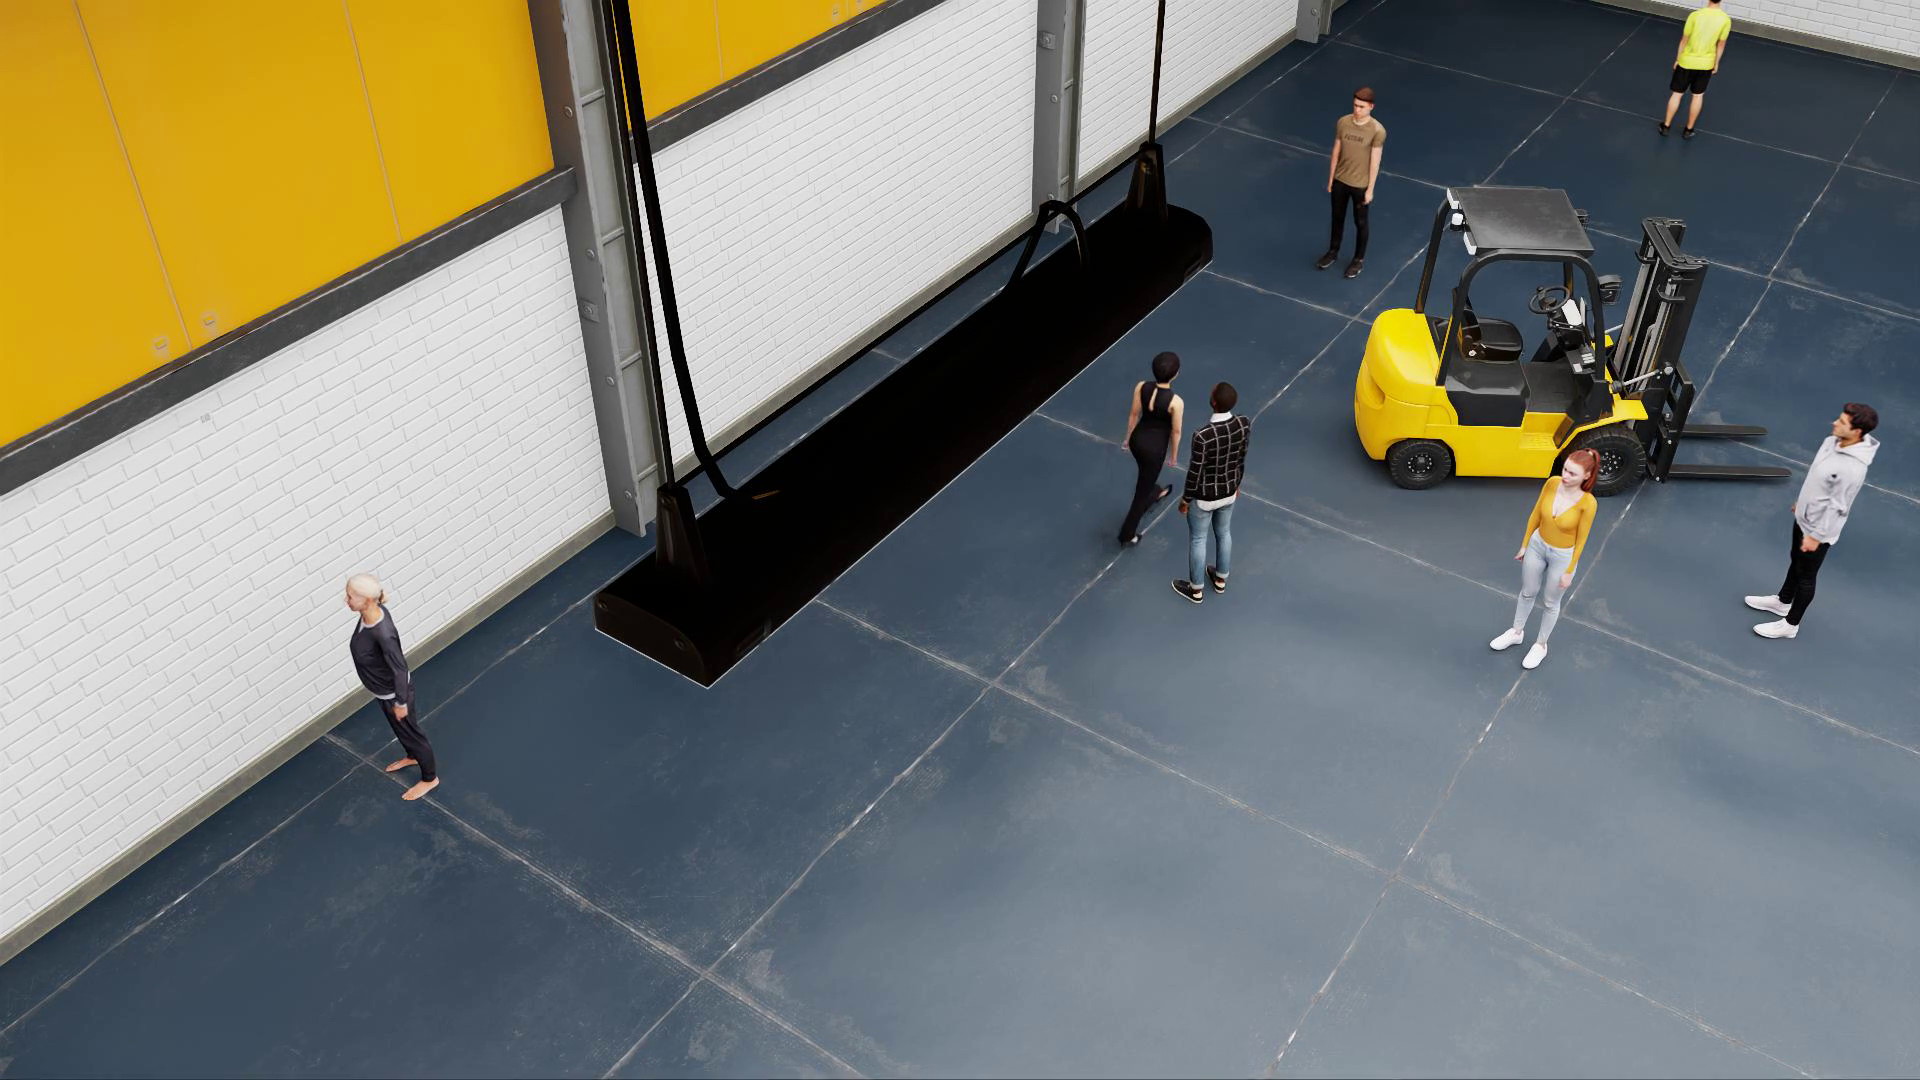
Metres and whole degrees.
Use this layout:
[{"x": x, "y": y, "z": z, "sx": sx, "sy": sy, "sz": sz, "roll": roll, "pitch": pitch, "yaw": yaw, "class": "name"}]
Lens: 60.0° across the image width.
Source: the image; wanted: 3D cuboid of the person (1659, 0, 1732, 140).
[{"x": 7.999, "y": -5.209, "z": 18.047, "sx": 0.668, "sy": 1.706, "sz": 0.638, "roll": 10, "pitch": 40, "yaw": 13, "class": "person"}]

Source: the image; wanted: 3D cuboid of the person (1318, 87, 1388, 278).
[{"x": 3.708, "y": -3.382, "z": 15.645, "sx": 0.654, "sy": 1.849, "sz": 0.562, "roll": 27, "pitch": 46, "yaw": 29, "class": "person"}]

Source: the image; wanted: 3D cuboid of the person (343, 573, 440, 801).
[{"x": -3.564, "y": 0.884, "z": 10.401, "sx": 0.641, "sy": 1.726, "sz": 0.678, "roll": -23, "pitch": 44, "yaw": -26, "class": "person"}]

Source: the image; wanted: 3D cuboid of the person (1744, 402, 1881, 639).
[{"x": 5.964, "y": -0.145, "z": 11.527, "sx": 0.829, "sy": 1.930, "sz": 0.689, "roll": 7, "pitch": 39, "yaw": 8, "class": "person"}]

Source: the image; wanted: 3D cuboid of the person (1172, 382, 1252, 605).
[{"x": 1.812, "y": -0.340, "z": 11.858, "sx": 0.661, "sy": 1.821, "sz": 0.801, "roll": -19, "pitch": 42, "yaw": -22, "class": "person"}]

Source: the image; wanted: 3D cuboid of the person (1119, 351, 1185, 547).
[{"x": 1.370, "y": -0.645, "z": 12.457, "sx": 0.694, "sy": 1.551, "sz": 1.054, "roll": 31, "pitch": 48, "yaw": 32, "class": "person"}]

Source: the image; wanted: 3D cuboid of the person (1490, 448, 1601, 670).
[{"x": 4.044, "y": 0.104, "z": 11.358, "sx": 0.640, "sy": 1.751, "sz": 0.637, "roll": -28, "pitch": 46, "yaw": -30, "class": "person"}]
